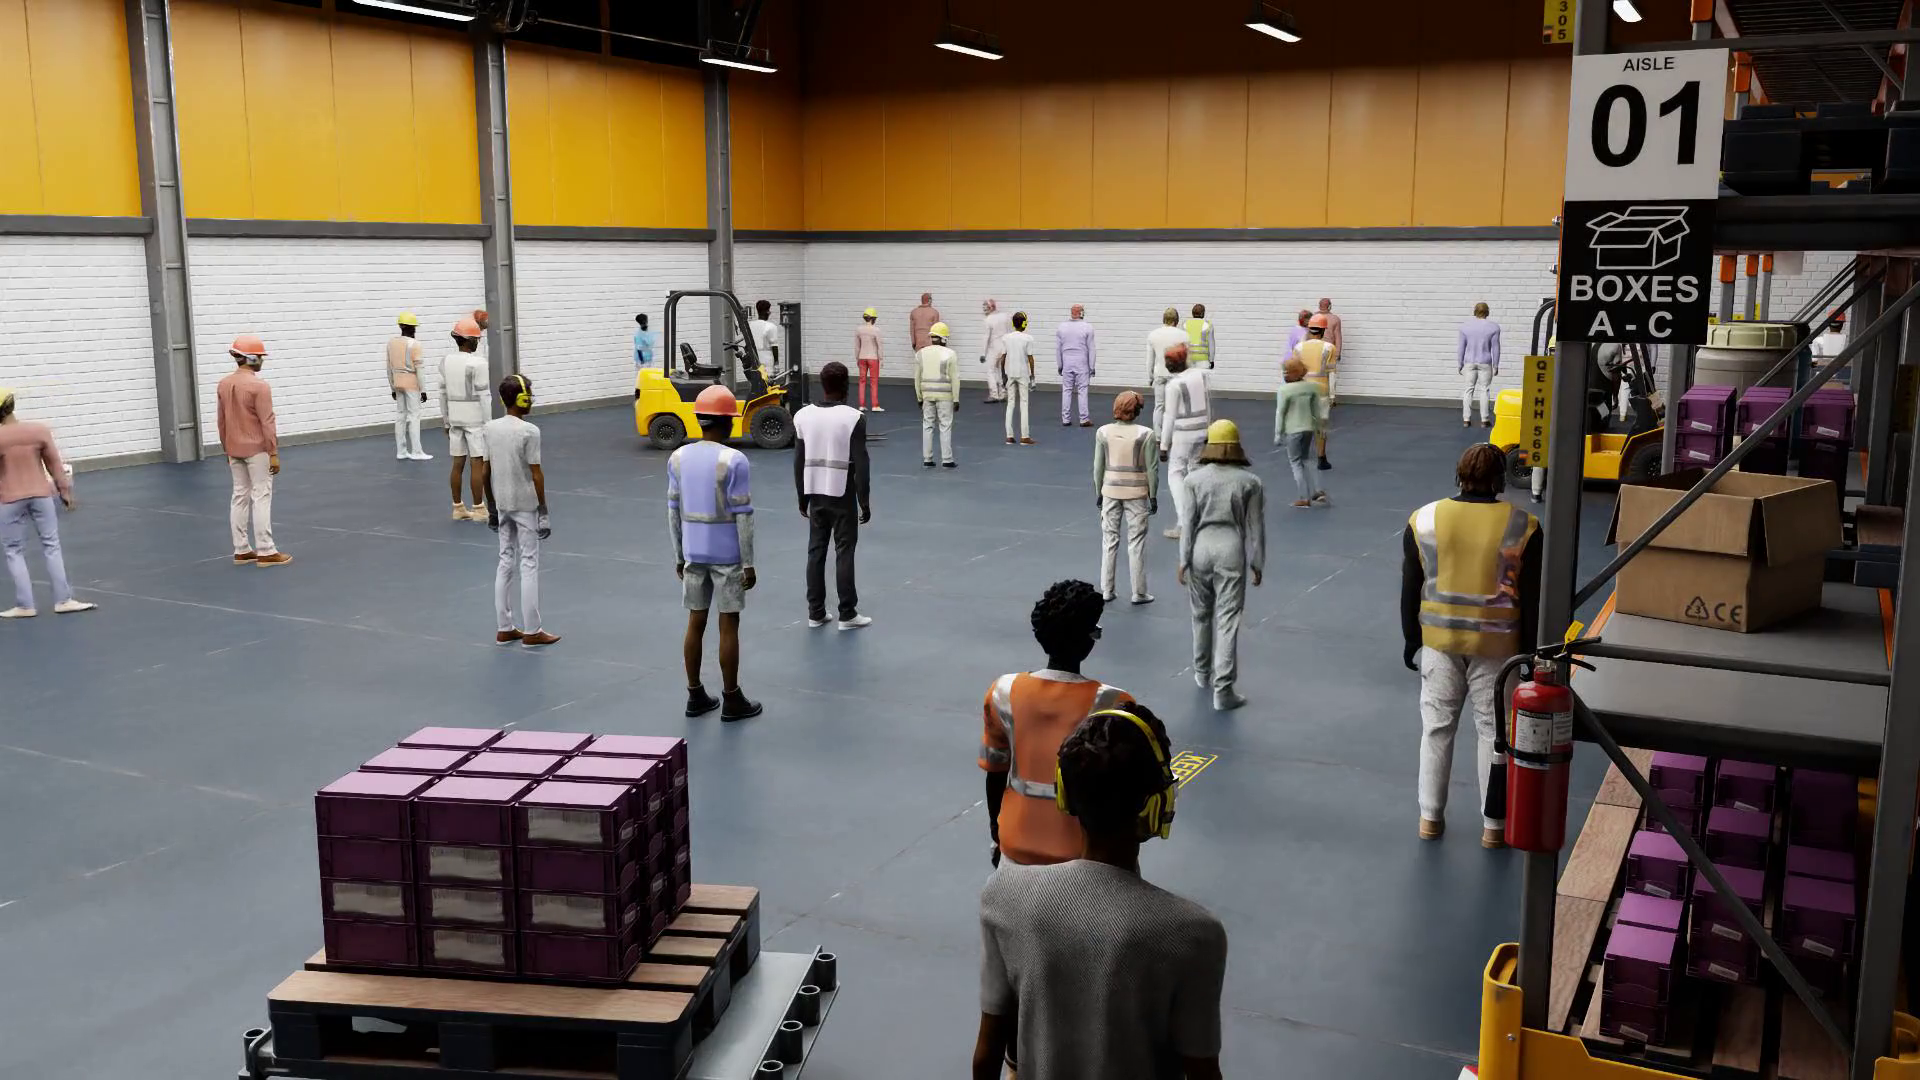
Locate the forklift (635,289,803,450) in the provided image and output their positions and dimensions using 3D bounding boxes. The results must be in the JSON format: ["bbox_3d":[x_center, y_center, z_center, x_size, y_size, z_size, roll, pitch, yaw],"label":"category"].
[{"bbox_3d":[-3.358,-2.392,23.136,2.313,2.155,1.214,-1,10,-5],"label":"forklift"}]

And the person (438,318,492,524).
[{"bbox_3d":[-4.883,-1.183,16.572,0.614,2.041,0.393,5,11,27],"label":"person"}]

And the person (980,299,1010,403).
[{"bbox_3d":[0.633,-3.393,29.893,0.722,1.872,0.396,-9,14,-44],"label":"person"}]

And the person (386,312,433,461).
[{"bbox_3d":[-7.152,-1.991,21.595,0.594,1.922,0.384,5,11,27],"label":"person"}]

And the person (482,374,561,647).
[{"bbox_3d":[-3.026,-0.198,11.386,0.533,1.864,0.311,5,11,27],"label":"person"}]

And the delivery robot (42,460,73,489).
[{"bbox_3d":[-9.905,-0.708,17.853,0.707,0.478,0.477,3,10,16],"label":"delivery robot"}]

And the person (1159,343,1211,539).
[{"bbox_3d":[2.157,-0.942,15.761,0.664,1.852,0.348,-9,14,-44],"label":"person"}]

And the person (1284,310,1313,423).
[{"bbox_3d":[5.274,-2.694,26.046,0.409,1.798,0.740,0,10,1],"label":"person"}]

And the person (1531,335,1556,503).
[{"bbox_3d":[6.377,-1.299,17.852,0.600,1.830,0.403,5,11,27],"label":"person"}]

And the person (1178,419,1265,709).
[{"bbox_3d":[1.583,0.129,10.040,0.502,1.683,0.764,2,10,12],"label":"person"}]

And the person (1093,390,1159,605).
[{"bbox_3d":[1.273,-0.324,12.765,0.523,1.638,0.311,5,11,27],"label":"person"}]

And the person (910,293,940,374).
[{"bbox_3d":[-0.653,-3.894,32.663,0.651,1.906,0.402,5,11,27],"label":"person"}]

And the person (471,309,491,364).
[{"bbox_3d":[-7.134,-2.476,24.592,0.446,1.859,0.610,-4,10,-20],"label":"person"}]

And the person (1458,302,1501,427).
[{"bbox_3d":[8.008,-2.704,25.685,0.635,1.936,0.352,5,11,27],"label":"person"}]

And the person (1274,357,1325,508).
[{"bbox_3d":[3.577,-1.132,17.553,0.587,1.599,0.334,-6,11,-30],"label":"person"}]

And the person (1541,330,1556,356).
[{"bbox_3d":[8.513,-2.320,23.491,0.594,1.924,0.384,5,11,27],"label":"person"}]

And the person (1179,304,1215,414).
[{"bbox_3d":[3.958,-3.012,27.743,0.633,1.841,0.429,5,11,27],"label":"person"}]

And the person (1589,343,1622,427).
[{"bbox_3d":[7.636,-1.795,20.121,0.688,2.000,0.535,5,11,27],"label":"person"}]

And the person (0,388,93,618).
[{"bbox_3d":[-6.873,-0.288,12.325,0.685,1.726,0.312,-8,13,-40],"label":"person"}]

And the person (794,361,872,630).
[{"bbox_3d":[-0.916,-0.312,11.897,0.597,1.915,0.369,5,11,27],"label":"person"}]

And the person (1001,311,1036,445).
[{"bbox_3d":[0.821,-2.275,23.399,0.533,1.868,0.310,5,11,27],"label":"person"}]

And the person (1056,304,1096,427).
[{"bbox_3d":[1.816,-2.705,25.788,0.651,1.904,0.402,5,11,27],"label":"person"}]

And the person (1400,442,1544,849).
[{"bbox_3d":[2.327,0.474,7.562,0.633,1.841,0.429,5,11,27],"label":"person"}]

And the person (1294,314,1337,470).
[{"bbox_3d":[4.411,-1.839,20.675,0.551,1.935,0.375,5,11,27],"label":"person"}]

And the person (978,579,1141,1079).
[{"bbox_3d":[0.320,0.961,5.160,0.540,1.695,0.317,5,11,27],"label":"person"}]

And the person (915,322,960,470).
[{"bbox_3d":[-0.264,-1.783,20.663,0.600,1.827,0.403,5,11,27],"label":"person"}]

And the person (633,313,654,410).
[{"bbox_3d":[-5.420,-3.064,28.580,0.318,1.661,0.614,2,10,9],"label":"person"}]

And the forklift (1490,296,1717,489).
[{"bbox_3d":[7.296,-1.677,18.993,2.313,2.155,1.214,5,11,27],"label":"forklift"}]

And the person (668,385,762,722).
[{"bbox_3d":[-1.403,0.075,9.601,0.551,1.932,0.376,5,11,27],"label":"person"}]

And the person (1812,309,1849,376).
[{"bbox_3d":[11.779,-2.151,22.488,0.551,1.932,0.376,5,11,27],"label":"person"}]

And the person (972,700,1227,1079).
[{"bbox_3d":[0.269,1.223,3.146,0.533,1.868,0.310,5,11,27],"label":"person"}]

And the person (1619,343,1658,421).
[{"bbox_3d":[10.794,-2.806,26.559,0.633,1.839,0.429,5,11,27],"label":"person"}]

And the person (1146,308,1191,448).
[{"bbox_3d":[2.881,-2.228,22.926,0.635,1.936,0.352,5,11,27],"label":"person"}]

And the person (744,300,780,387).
[{"bbox_3d":[-3.078,-2.766,25.964,0.613,1.962,0.364,5,11,27],"label":"person"}]

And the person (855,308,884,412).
[{"bbox_3d":[-1.525,-3.047,28.172,0.533,1.764,0.329,5,11,27],"label":"person"}]

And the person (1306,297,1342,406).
[{"bbox_3d":[6.390,-3.300,29.223,0.651,1.906,0.402,5,11,27],"label":"person"}]

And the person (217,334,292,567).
[{"bbox_3d":[-6.085,-0.768,14.314,0.622,1.989,0.399,5,11,27],"label":"person"}]
